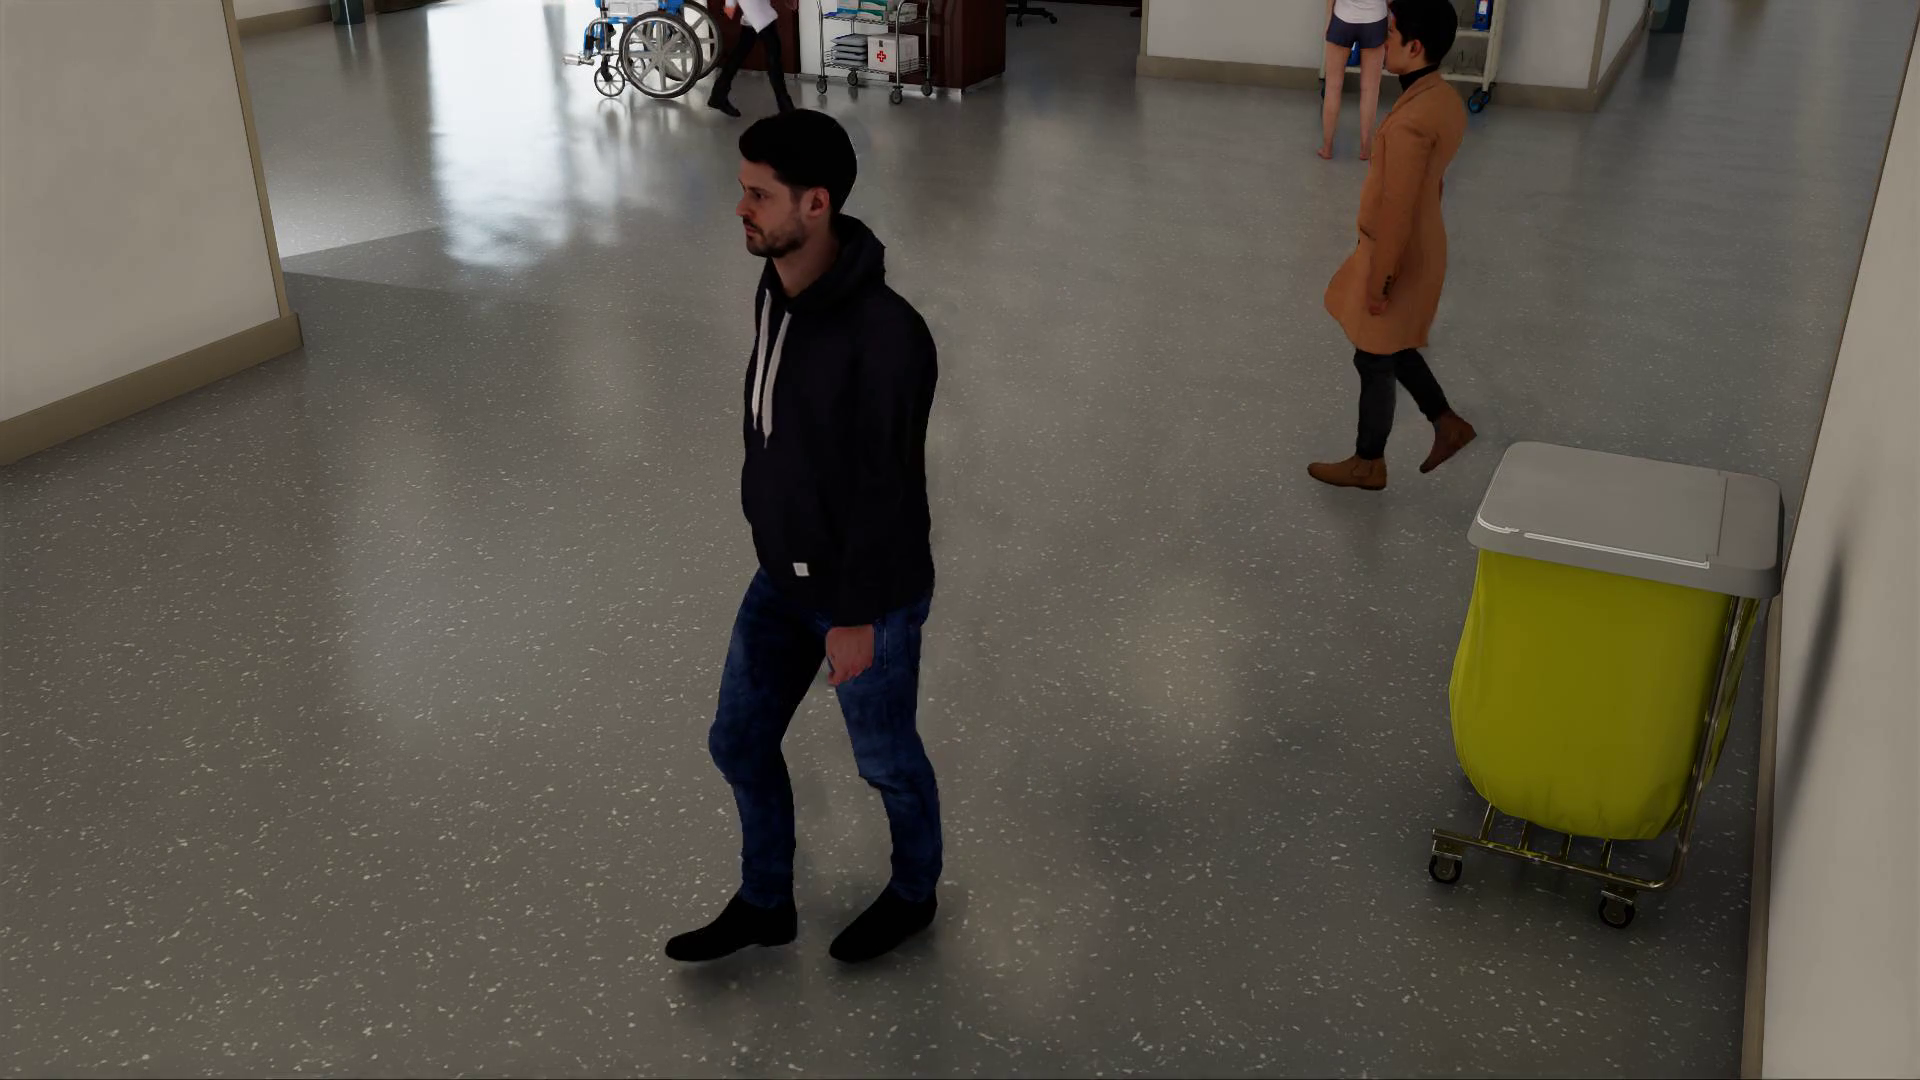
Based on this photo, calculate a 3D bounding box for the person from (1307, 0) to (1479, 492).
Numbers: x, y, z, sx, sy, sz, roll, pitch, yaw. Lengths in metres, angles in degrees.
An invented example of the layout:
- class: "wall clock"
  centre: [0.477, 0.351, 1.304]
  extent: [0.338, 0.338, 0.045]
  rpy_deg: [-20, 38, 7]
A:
- class: "person"
  centre: [1.572, -0.952, 5.639]
  extent: [0.823, 1.718, 0.671]
  rpy_deg: [13, 29, 26]

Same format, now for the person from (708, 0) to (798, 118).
- class: "person"
  centre: [-1.482, -3.725, 11.391]
  extent: [1.199, 1.759, 0.712]
  rpy_deg: [15, 29, 28]

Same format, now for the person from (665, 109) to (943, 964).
- class: "person"
  centre: [-0.164, 0.058, 3.417]
  extent: [0.942, 1.871, 0.913]
  rpy_deg: [-20, 32, -36]

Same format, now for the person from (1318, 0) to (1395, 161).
- class: "person"
  centre: [2.518, -3.281, 10.530]
  extent: [0.547, 1.707, 0.703]
  rpy_deg: [5, 26, 10]
